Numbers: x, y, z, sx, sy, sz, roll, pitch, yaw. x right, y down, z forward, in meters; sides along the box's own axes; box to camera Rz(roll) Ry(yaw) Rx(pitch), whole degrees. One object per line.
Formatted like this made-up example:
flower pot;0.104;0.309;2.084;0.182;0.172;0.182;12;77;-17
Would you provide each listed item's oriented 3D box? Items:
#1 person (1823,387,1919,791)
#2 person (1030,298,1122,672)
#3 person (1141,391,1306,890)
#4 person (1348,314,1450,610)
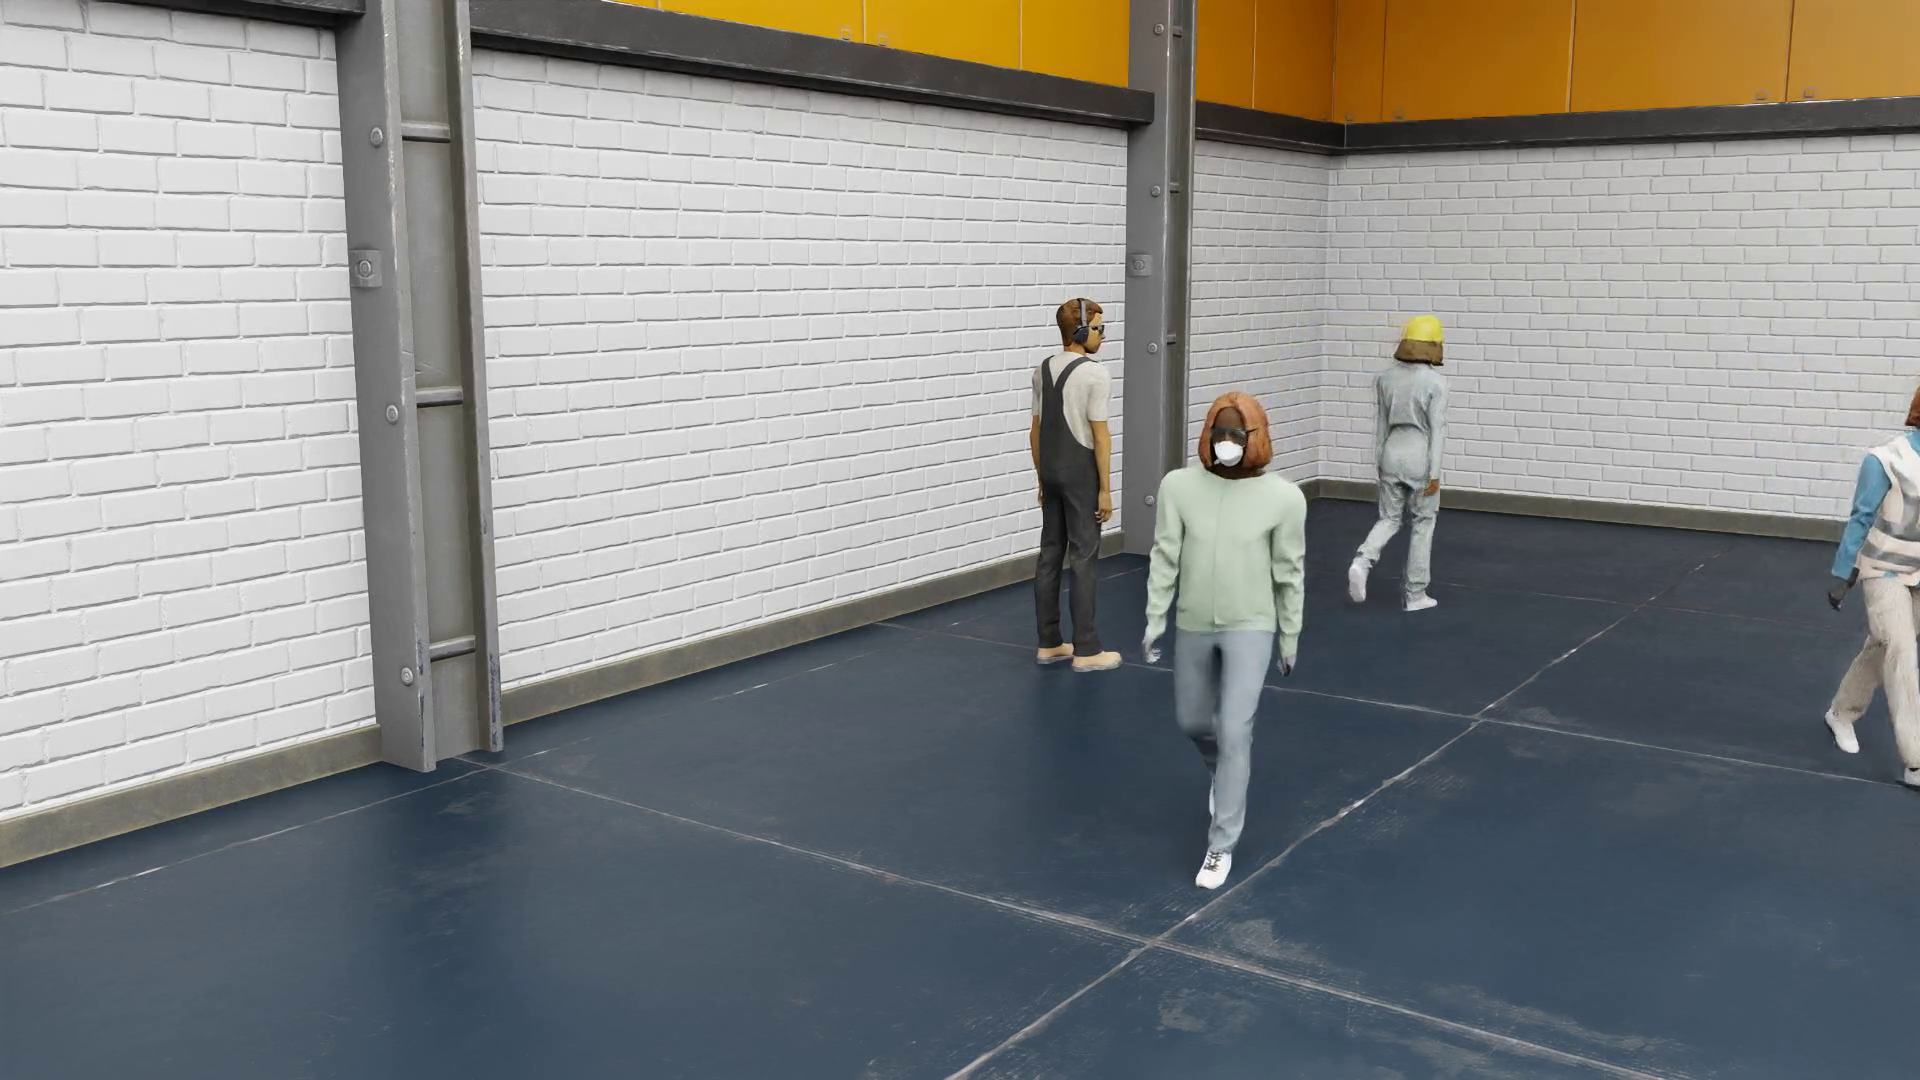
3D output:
person;3.688;0.142;6.538;0.557;1.592;0.879;-2;10;-13
person;0.560;-0.271;8.247;0.347;1.842;0.505;-8;13;-40
person;0.906;0.290;5.594;0.511;1.609;0.718;4;10;23
person;2.533;-0.427;9.519;0.583;1.722;0.490;-9;13;-42
